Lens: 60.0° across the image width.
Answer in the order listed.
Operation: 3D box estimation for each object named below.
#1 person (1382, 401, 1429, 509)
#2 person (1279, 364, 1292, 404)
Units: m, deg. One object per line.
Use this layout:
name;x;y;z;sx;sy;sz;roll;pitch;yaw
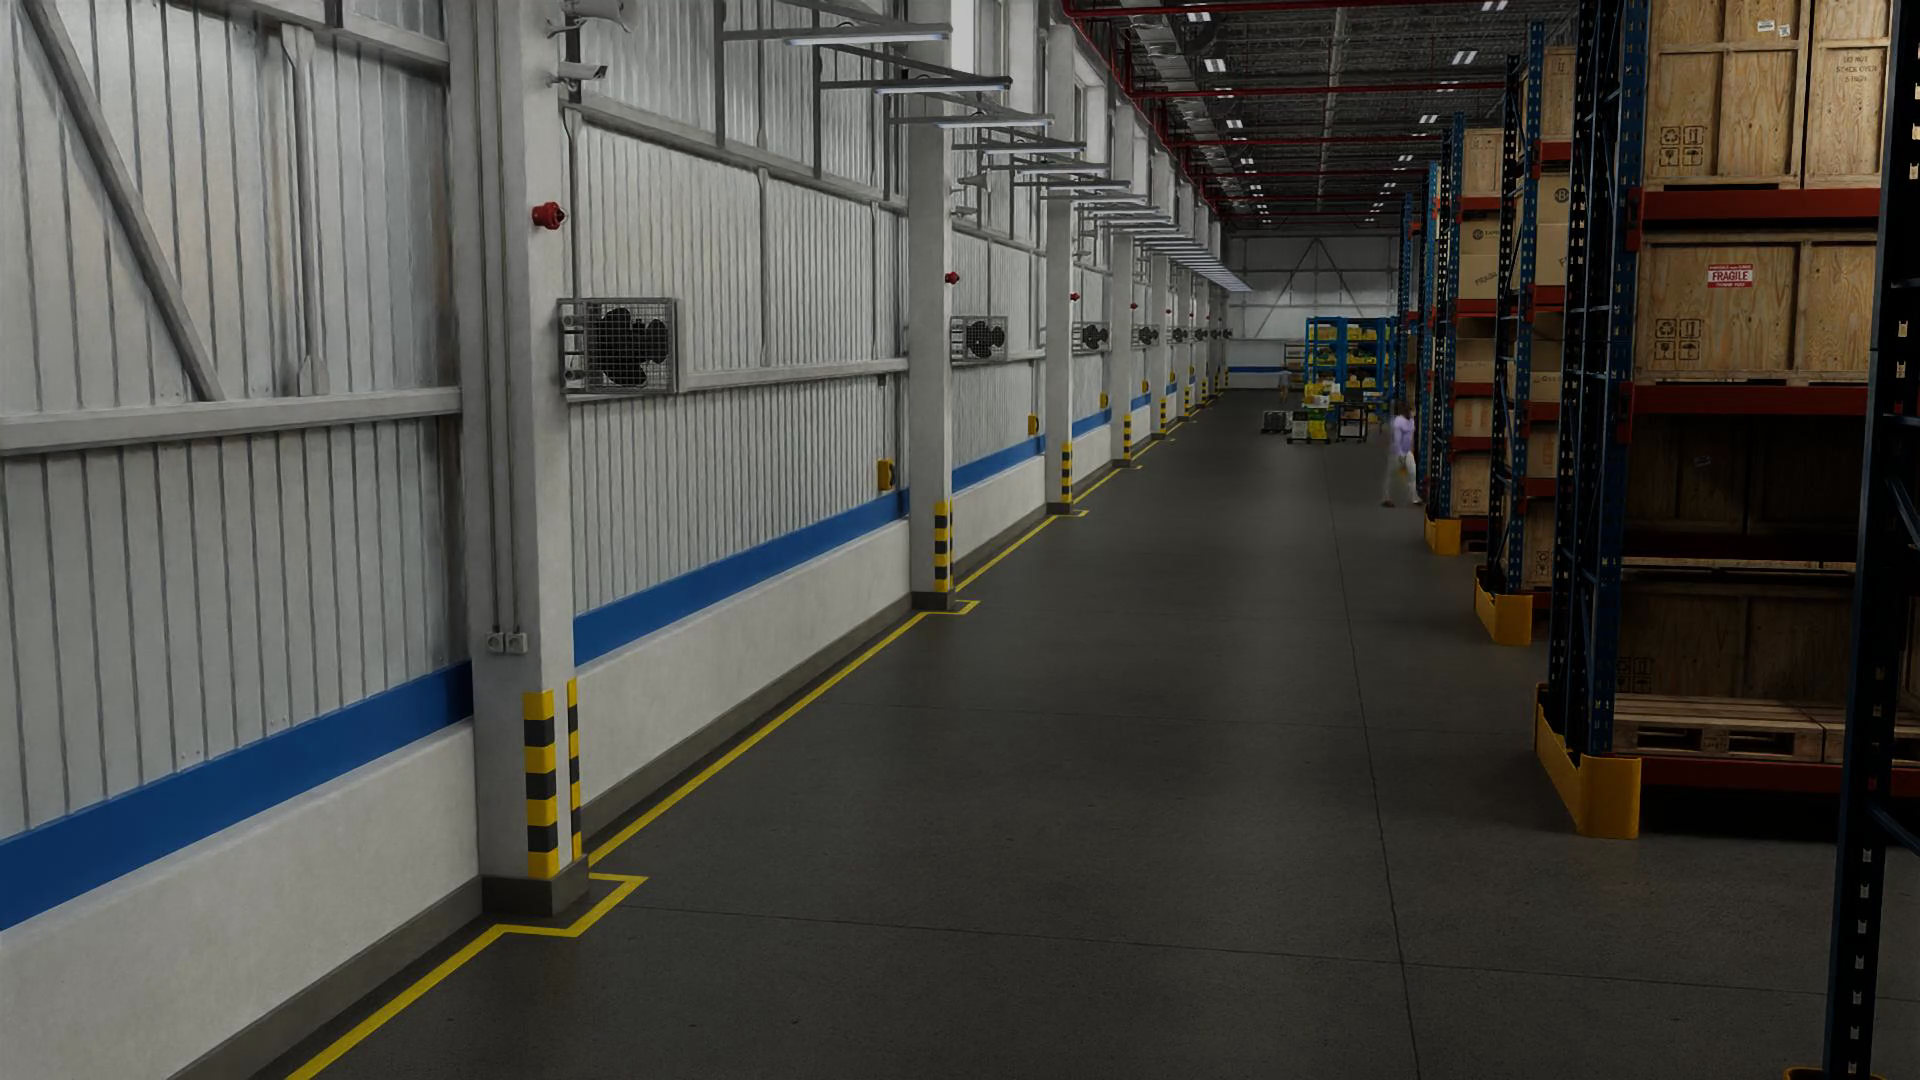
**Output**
person;7.816;-1.477;29.134;0.660;1.883;0.965;-6;9;-39
person;14.177;-6.801;72.522;0.556;1.705;0.943;3;8;21
